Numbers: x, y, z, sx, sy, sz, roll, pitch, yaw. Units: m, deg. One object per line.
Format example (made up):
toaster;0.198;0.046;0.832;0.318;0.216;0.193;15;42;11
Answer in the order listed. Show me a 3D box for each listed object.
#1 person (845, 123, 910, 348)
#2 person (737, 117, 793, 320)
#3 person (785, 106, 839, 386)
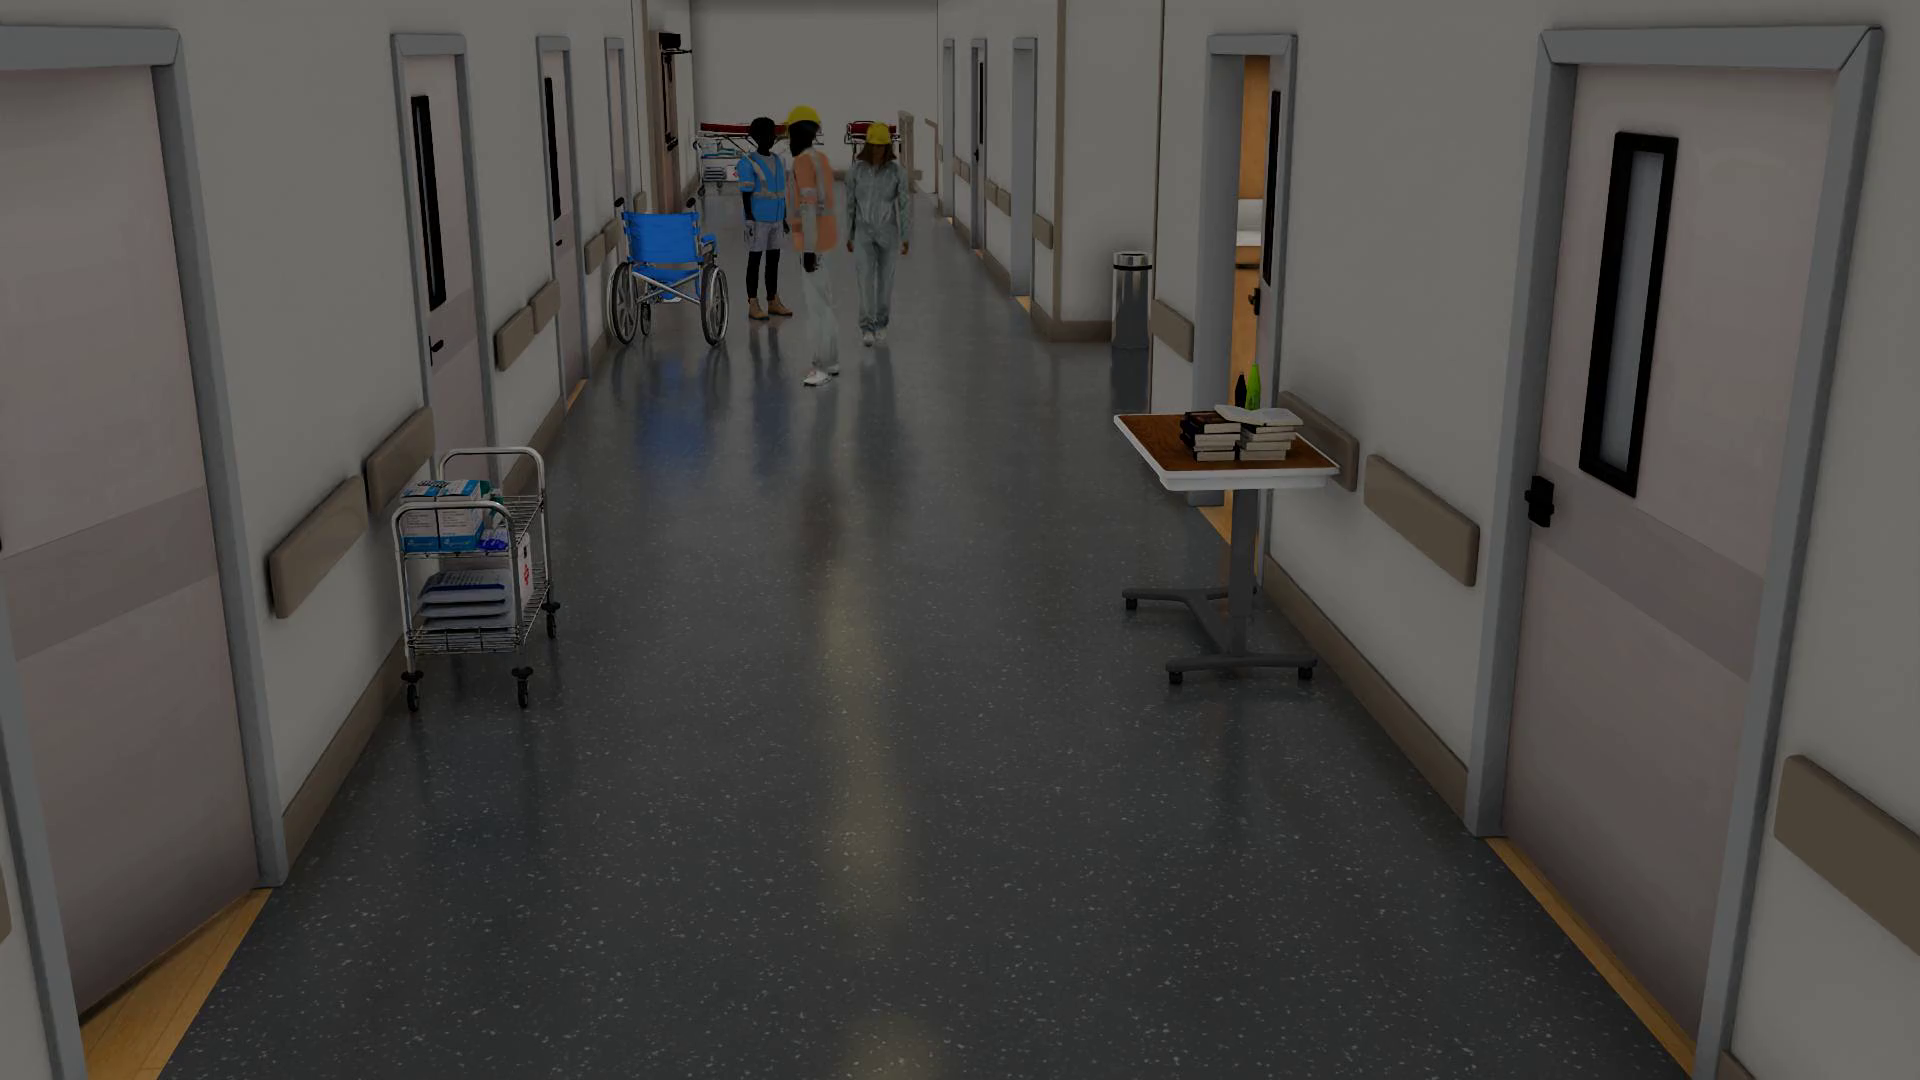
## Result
person;-0.631;-2.339;12.831;0.502;1.698;0.872;-1;17;-4
person;-1.658;-2.738;14.192;0.318;1.697;0.534;12;20;35
person;-1.043;-2.039;11.554;0.390;1.879;0.725;1;17;5
